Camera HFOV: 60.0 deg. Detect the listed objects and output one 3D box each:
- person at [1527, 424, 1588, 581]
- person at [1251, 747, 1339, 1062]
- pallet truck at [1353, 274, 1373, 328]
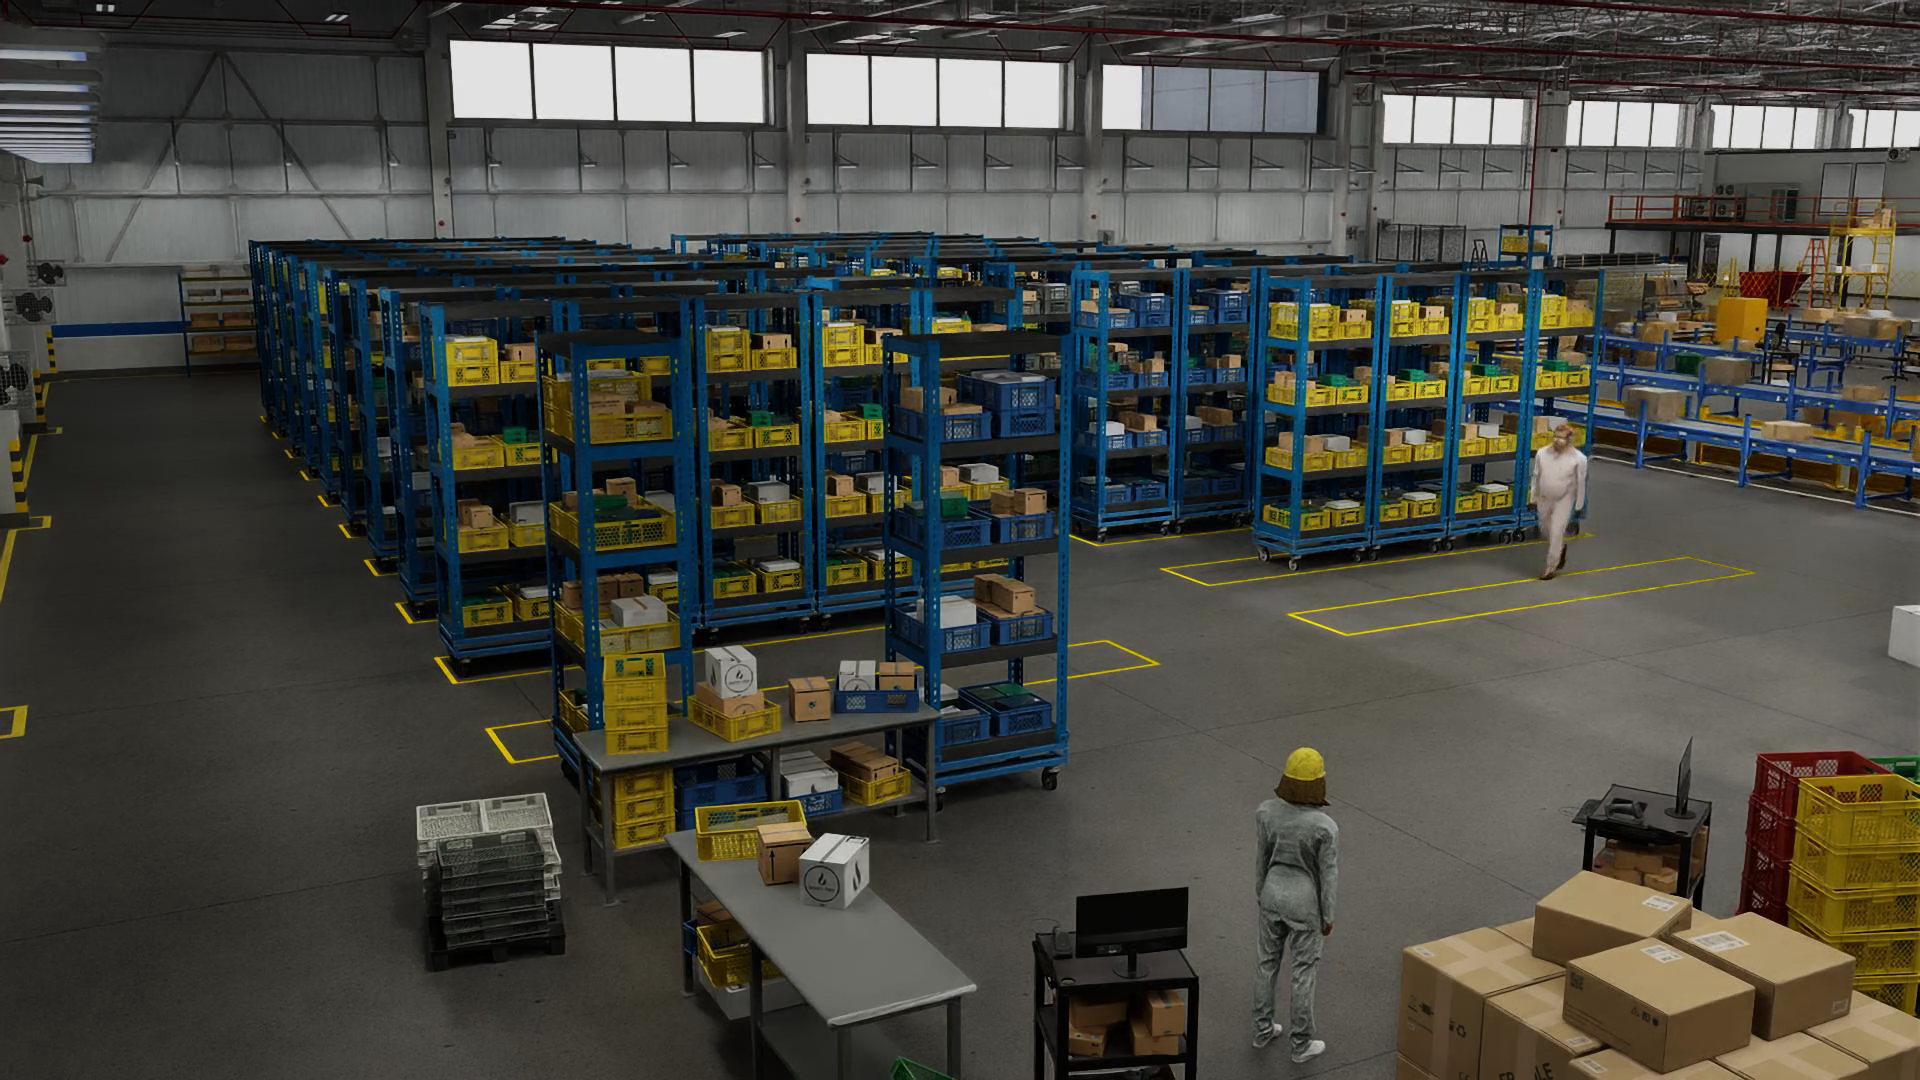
[{"bbox_3d":[7.250,-0.488,20.156,0.644,1.880,0.796,12,17,44],"label":"person"},{"bbox_3d":[1.822,1.963,9.035,0.480,1.734,0.331,9,15,36],"label":"person"},{"bbox_3d":[13.011,-8.050,55.243,0.823,1.965,1.885,-7,14,-28],"label":"pallet truck"}]
